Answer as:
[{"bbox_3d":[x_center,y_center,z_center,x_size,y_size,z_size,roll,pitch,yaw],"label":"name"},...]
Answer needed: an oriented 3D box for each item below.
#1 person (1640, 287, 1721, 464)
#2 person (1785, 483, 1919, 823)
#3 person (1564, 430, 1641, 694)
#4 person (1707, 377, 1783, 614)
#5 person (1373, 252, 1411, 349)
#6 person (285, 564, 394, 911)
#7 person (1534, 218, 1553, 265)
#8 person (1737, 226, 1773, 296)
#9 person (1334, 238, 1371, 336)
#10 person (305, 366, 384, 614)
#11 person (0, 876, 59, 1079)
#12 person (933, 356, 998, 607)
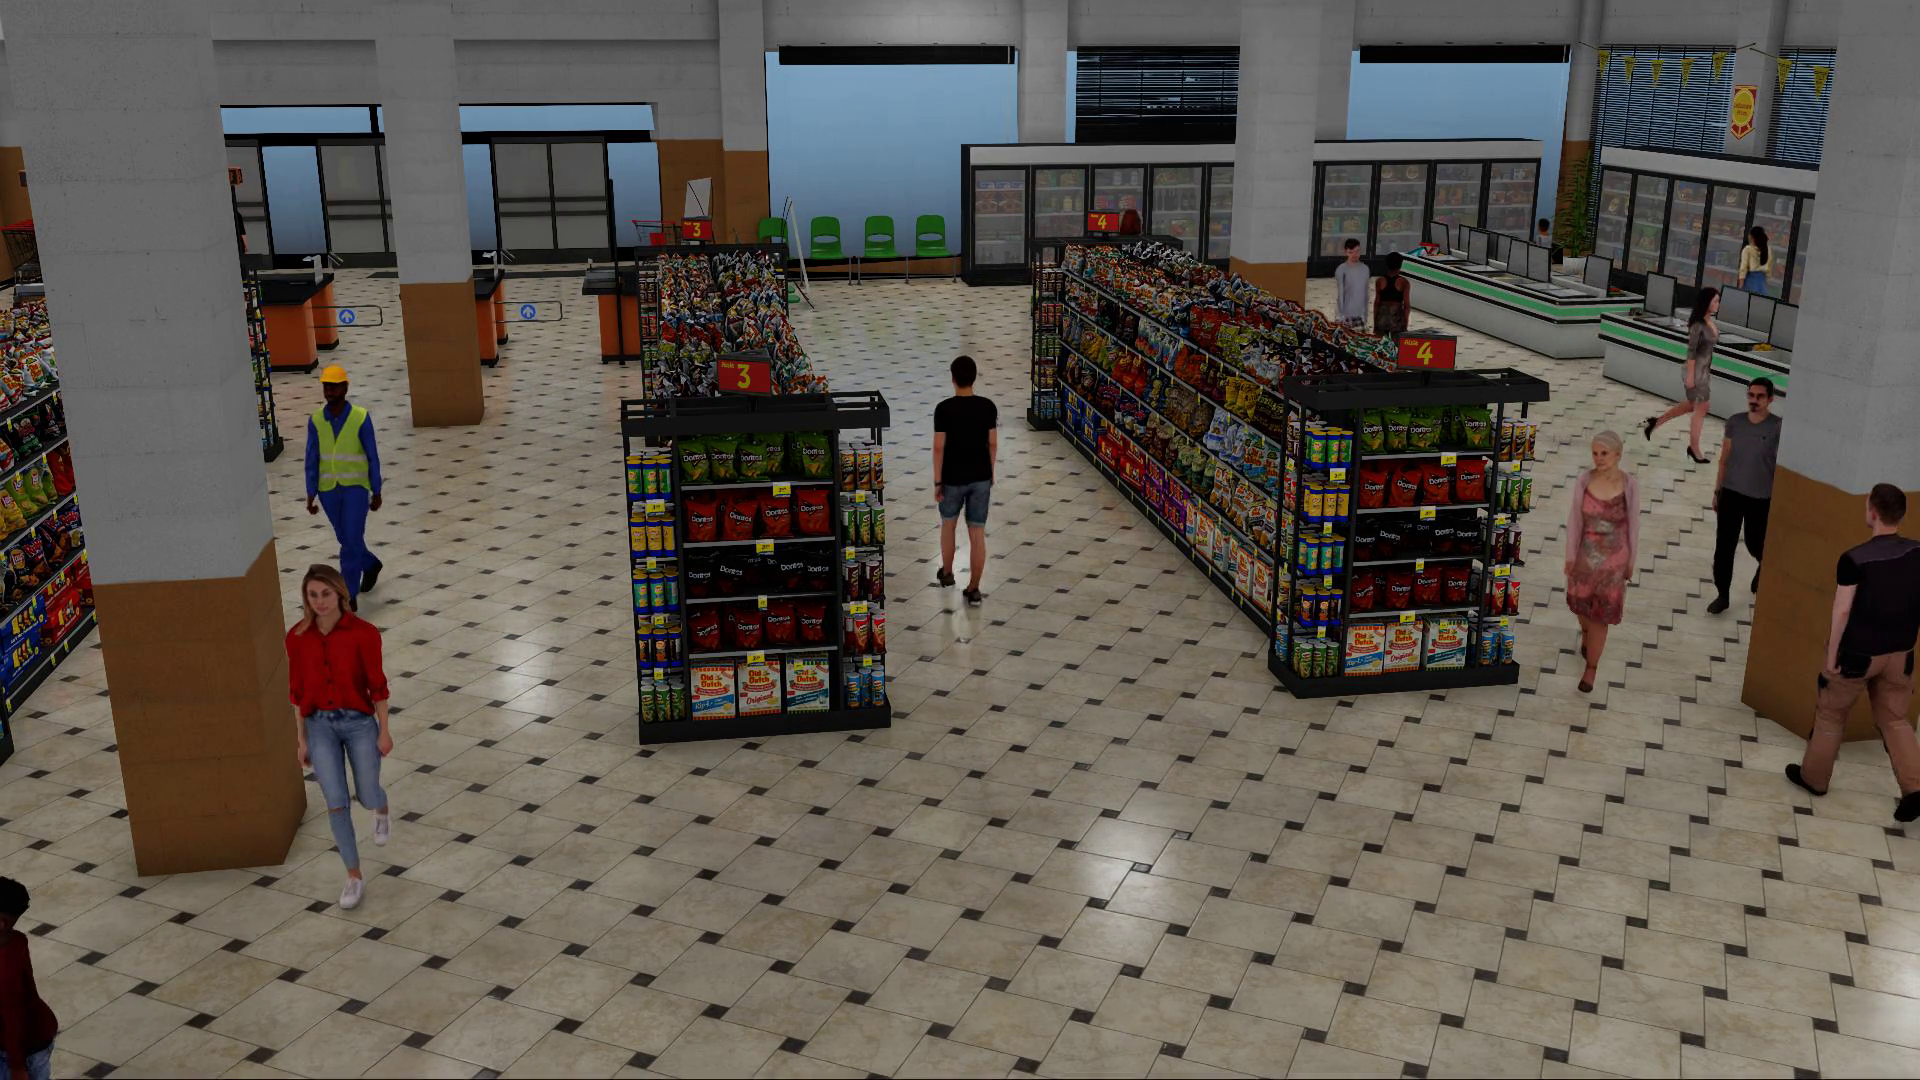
[{"bbox_3d":[7.170,-1.621,16.363,1.019,1.728,0.966,11,20,33],"label":"person"},{"bbox_3d":[4.911,0.611,8.861,0.787,1.816,1.077,-1,17,-4],"label":"person"},{"bbox_3d":[4.139,0.106,10.814,1.000,1.648,1.169,7,18,23],"label":"person"},{"bbox_3d":[5.763,-0.333,12.117,1.020,1.731,1.030,15,23,41],"label":"person"},{"bbox_3d":[4.988,-2.498,19.300,0.664,1.699,0.705,8,19,26],"label":"person"},{"bbox_3d":[-2.984,0.910,8.097,0.648,1.688,0.893,-2,17,-6],"label":"person"},{"bbox_3d":[8.939,-4.267,25.548,0.596,1.454,0.506,-5,17,-15],"label":"person"},{"bbox_3d":[10.684,-3.385,22.382,0.627,1.607,0.651,-3,17,-9],"label":"person"},{"bbox_3d":[4.512,-2.618,19.485,0.683,1.823,0.727,-6,18,-20],"label":"person"},{"bbox_3d":[-4.482,-0.382,12.197,0.846,1.778,1.250,1,17,2],"label":"person"},{"bbox_3d":[-3.339,1.770,6.021,0.675,1.248,0.628,-10,20,-30],"label":"person"},{"bbox_3d":[0.057,-0.408,12.202,0.654,1.824,0.911,-2,17,-8],"label":"person"}]
